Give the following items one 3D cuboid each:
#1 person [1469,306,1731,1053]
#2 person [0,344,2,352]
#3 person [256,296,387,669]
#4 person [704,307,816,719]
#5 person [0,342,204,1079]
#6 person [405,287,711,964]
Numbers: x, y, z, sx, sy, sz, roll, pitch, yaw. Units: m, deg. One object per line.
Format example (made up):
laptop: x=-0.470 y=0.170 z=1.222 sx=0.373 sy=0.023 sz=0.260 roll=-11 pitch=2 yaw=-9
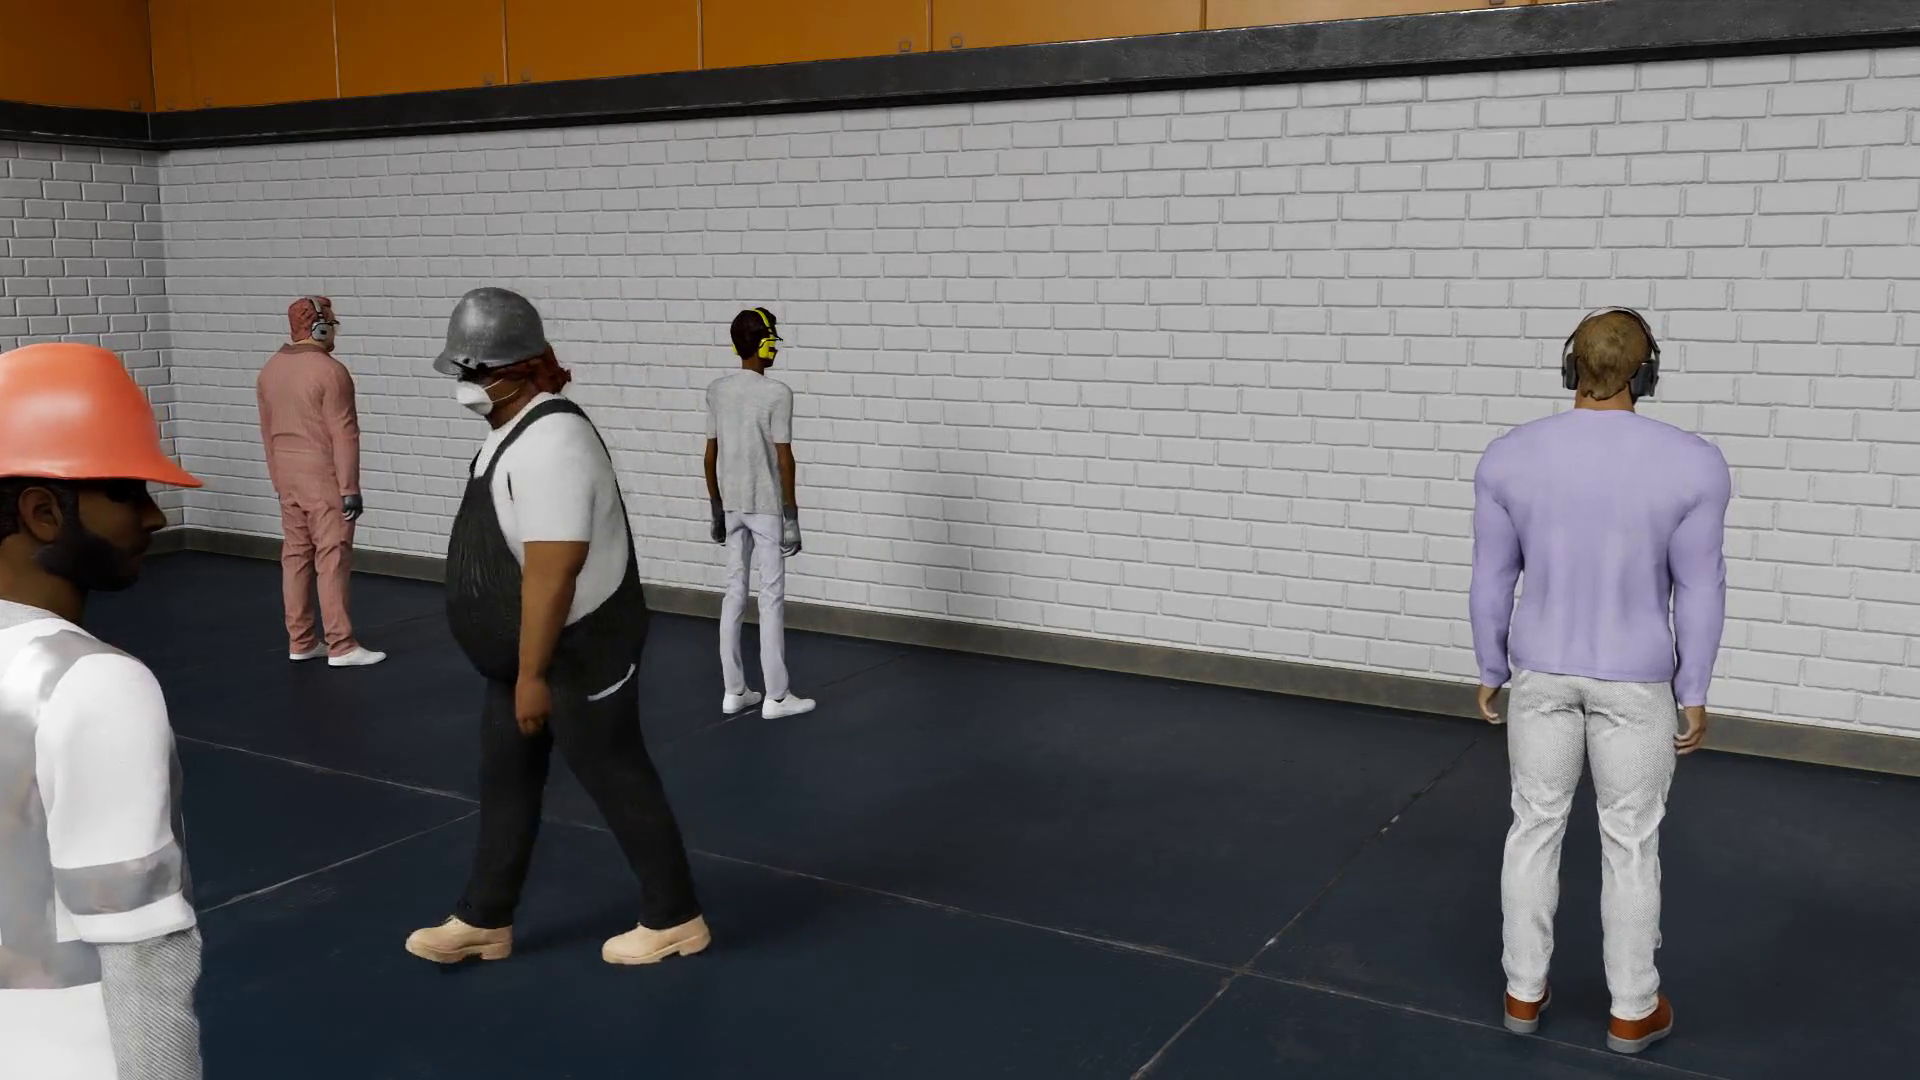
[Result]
person: x=1.650 y=0.365 z=4.363 sx=0.629 sy=1.940 sz=0.377 roll=6 pitch=11 yaw=32
person: x=-5.666 y=-0.396 z=9.636 sx=0.631 sy=1.787 sz=1.019 roll=-8 pitch=12 yaw=-41
person: x=-3.295 y=-0.295 z=8.580 sx=0.643 sy=1.910 sz=0.399 roll=6 pitch=11 yaw=32
person: x=-0.936 y=-0.121 z=7.609 sx=0.517 sy=1.873 sz=0.334 roll=6 pitch=11 yaw=32
person: x=-1.162 y=0.712 z=2.206 sx=0.547 sy=1.934 sz=0.375 roll=6 pitch=11 yaw=32
person: x=-1.178 y=0.257 z=4.720 sx=0.956 sy=2.000 sz=0.706 roll=-4 pitch=10 yaw=-24
